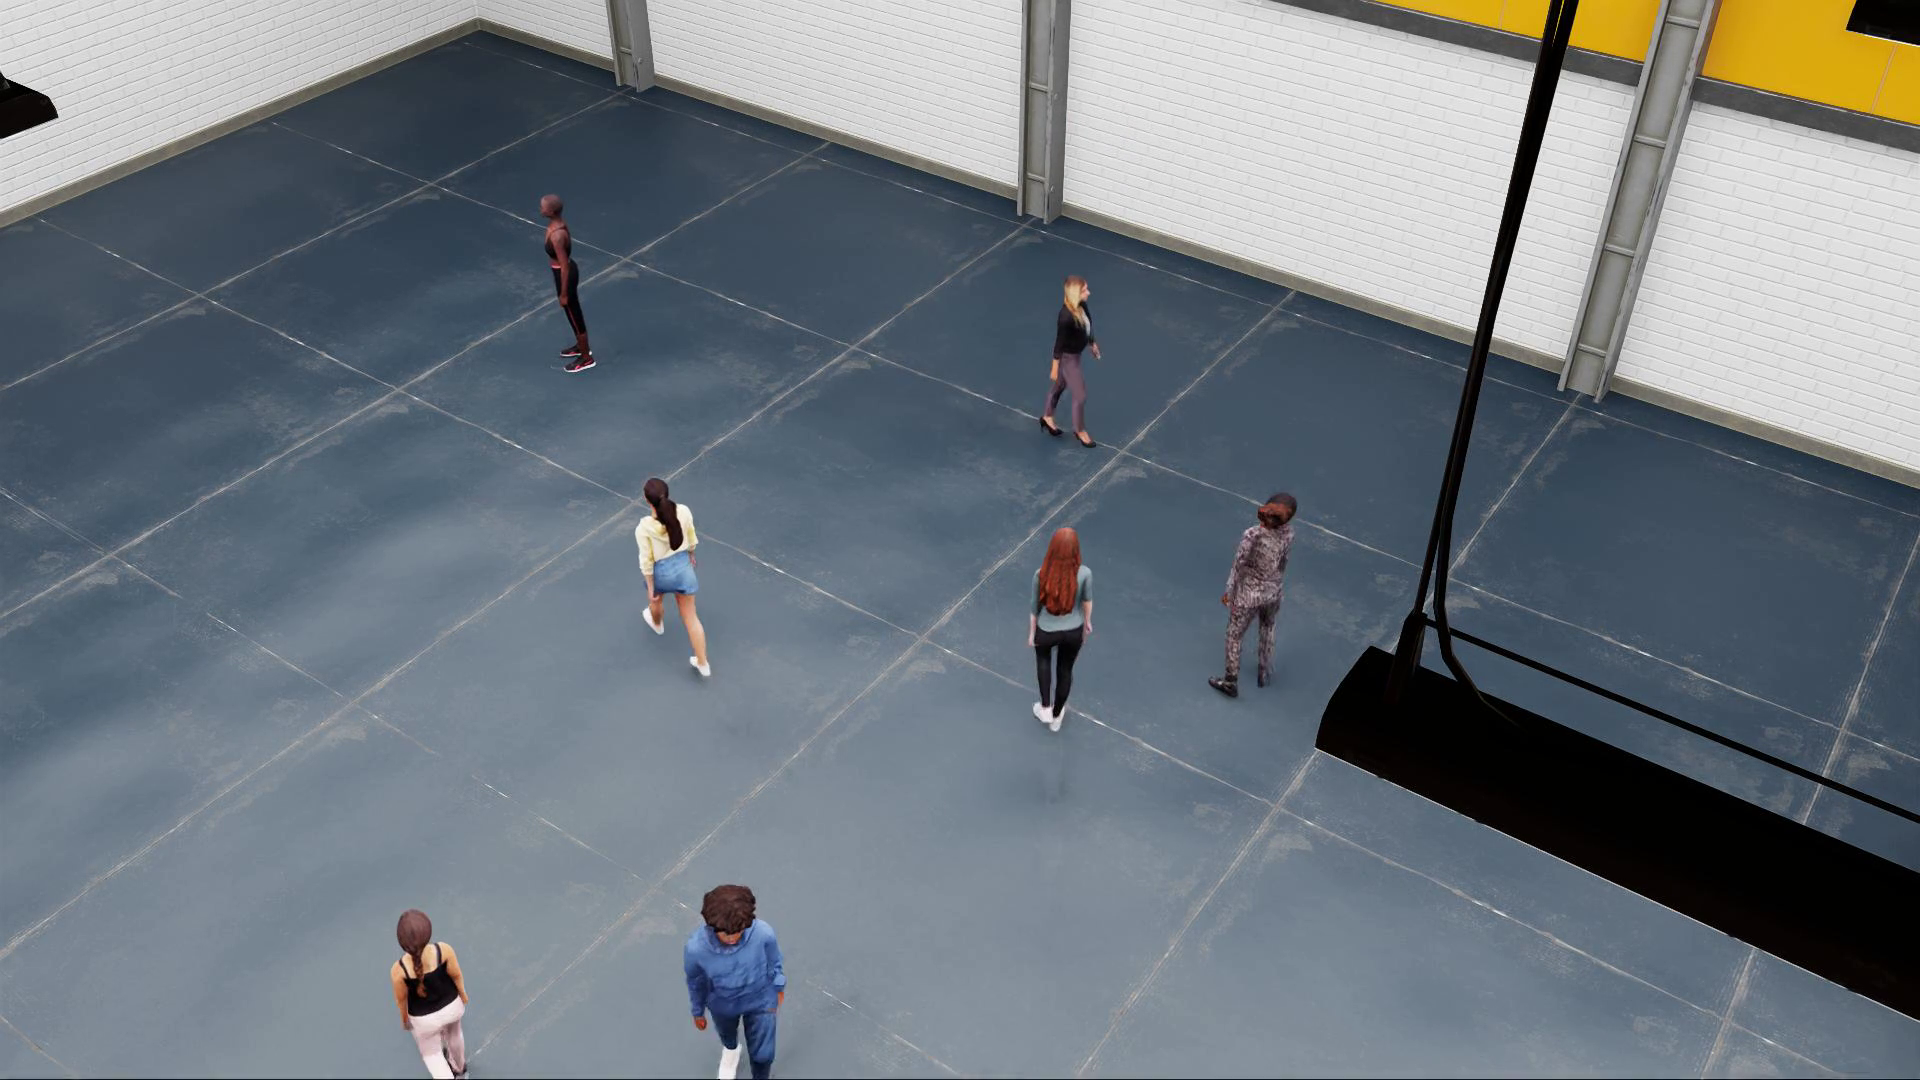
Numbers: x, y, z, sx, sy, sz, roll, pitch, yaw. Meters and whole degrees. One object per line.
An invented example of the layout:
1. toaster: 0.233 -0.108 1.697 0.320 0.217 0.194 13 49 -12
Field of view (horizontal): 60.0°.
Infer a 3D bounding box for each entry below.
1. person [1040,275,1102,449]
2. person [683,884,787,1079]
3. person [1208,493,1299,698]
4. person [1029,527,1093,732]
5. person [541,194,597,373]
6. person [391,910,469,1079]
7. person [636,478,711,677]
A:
1. person: 0.841 -1.561 14.294 0.872 1.649 0.753 10 40 12
2. person: -1.206 2.434 9.187 0.946 1.780 1.003 -3 39 -4
3. person: 2.148 0.394 11.818 0.744 1.684 0.761 -23 44 -26
4. person: 0.690 0.681 11.418 0.683 1.734 0.767 1 39 1
5. person: -3.589 -2.377 15.226 0.735 1.761 0.665 -8 39 -10
6. person: -2.865 2.629 9.132 0.727 1.544 0.962 -22 44 -25
7. person: -2.052 0.291 12.027 0.915 1.584 1.228 -24 45 -27
